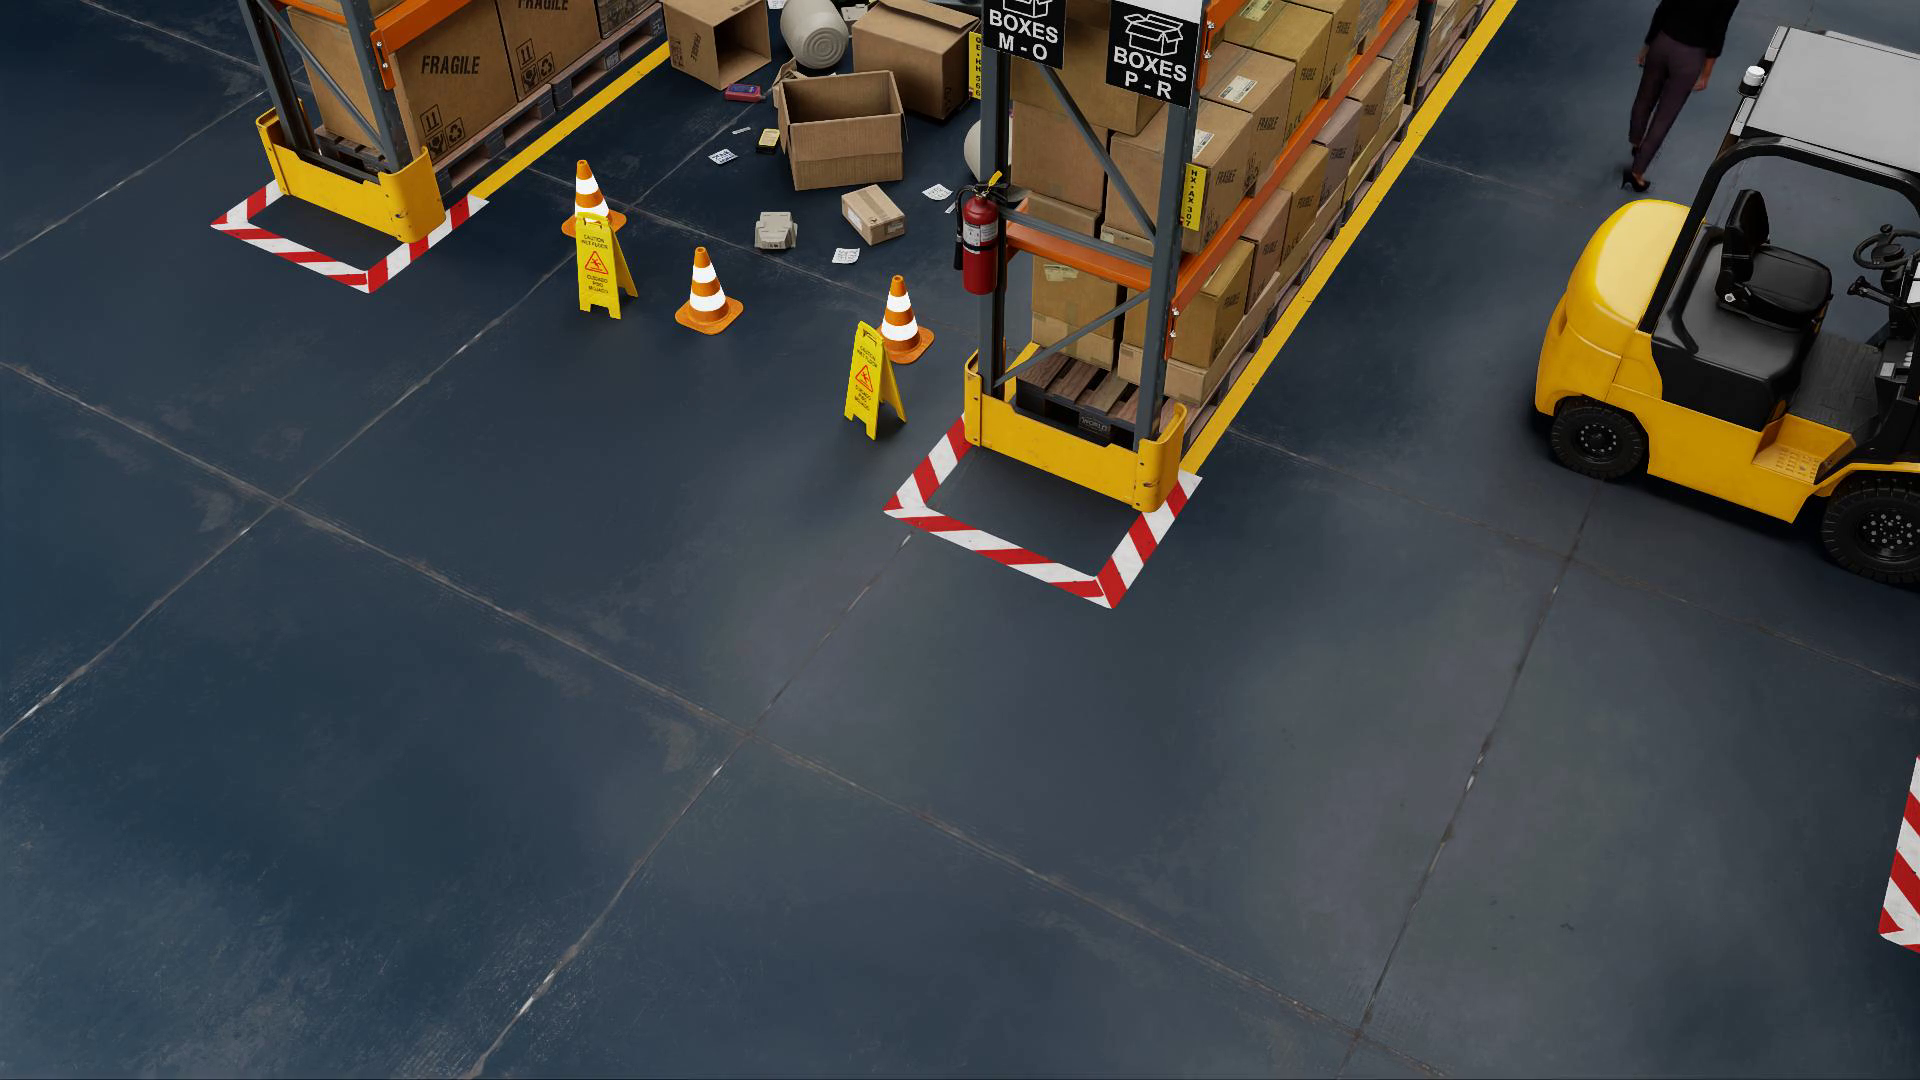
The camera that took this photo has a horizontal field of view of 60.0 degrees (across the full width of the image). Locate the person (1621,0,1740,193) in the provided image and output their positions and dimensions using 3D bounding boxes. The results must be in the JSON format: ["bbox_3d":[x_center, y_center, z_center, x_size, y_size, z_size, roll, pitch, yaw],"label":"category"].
[{"bbox_3d":[4.301,-2.870,10.098,0.807,1.654,0.729,-29,53,-24],"label":"person"}]
